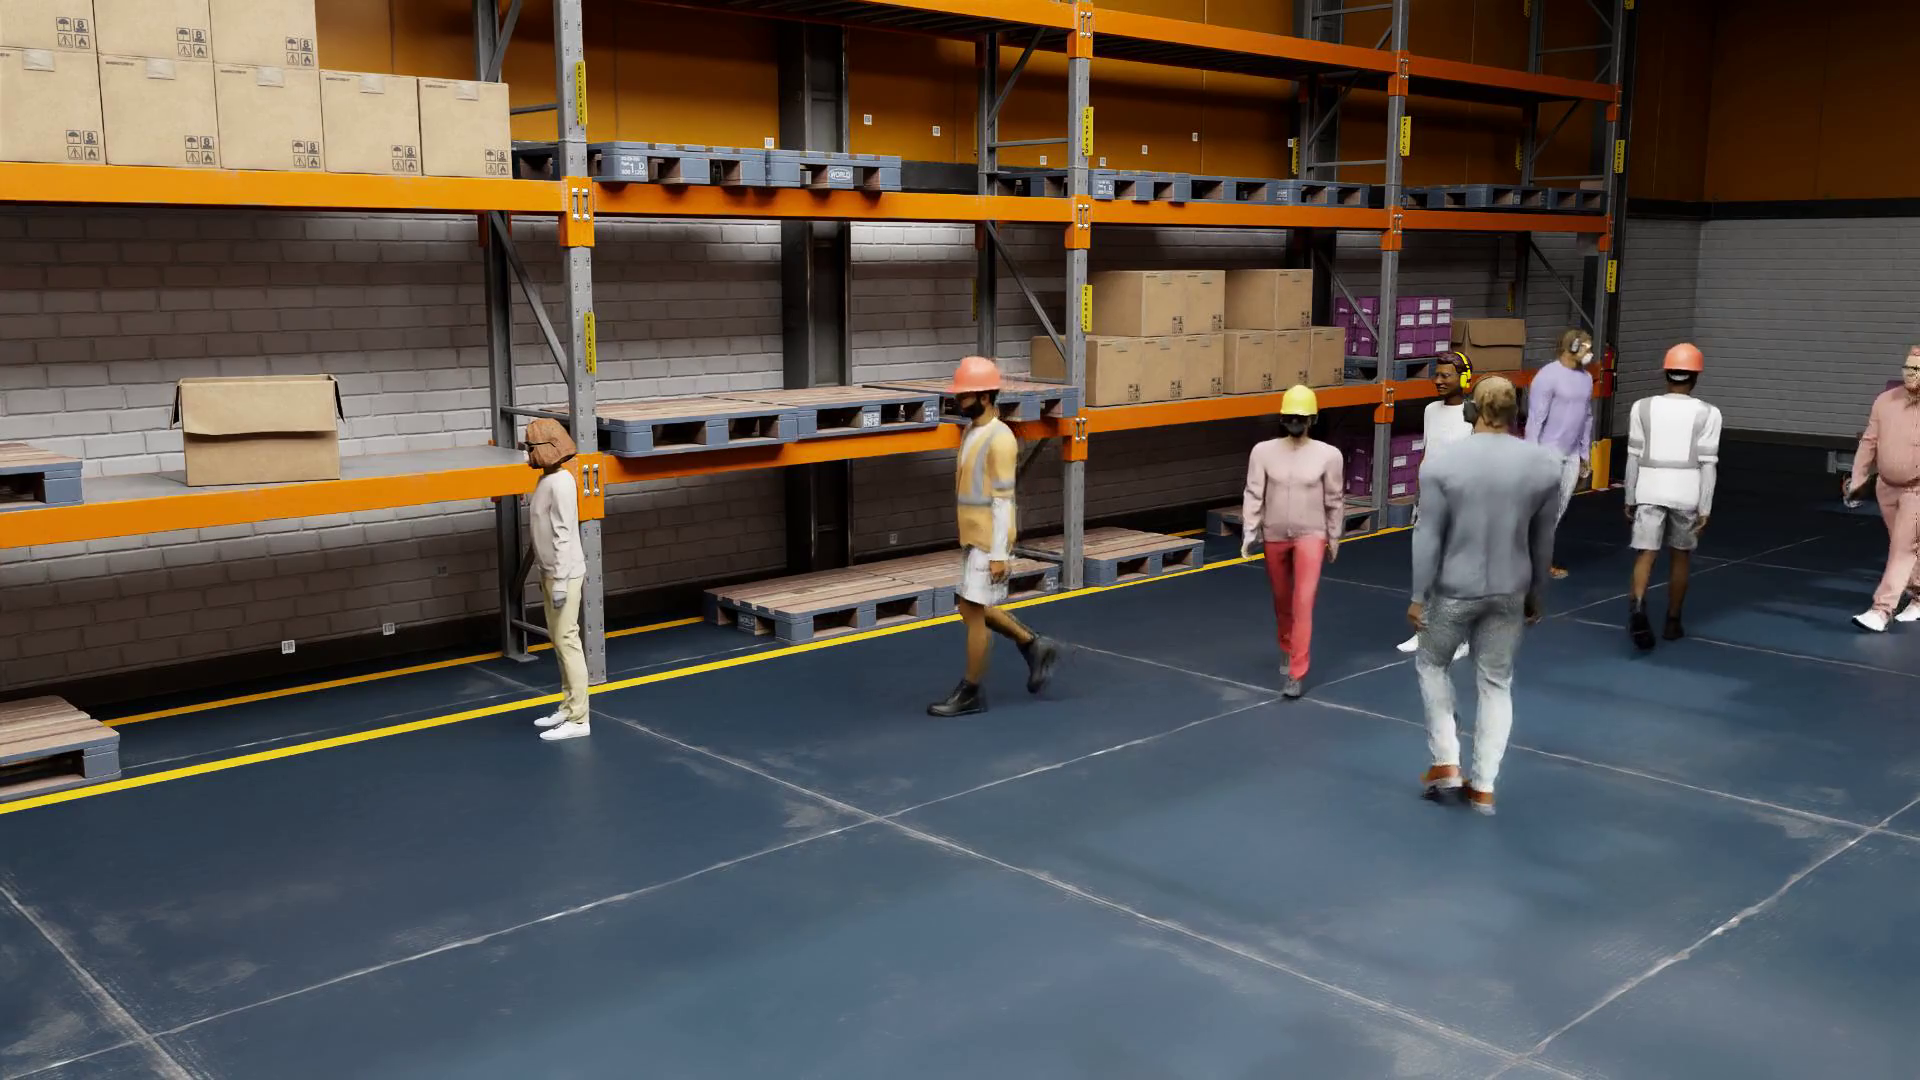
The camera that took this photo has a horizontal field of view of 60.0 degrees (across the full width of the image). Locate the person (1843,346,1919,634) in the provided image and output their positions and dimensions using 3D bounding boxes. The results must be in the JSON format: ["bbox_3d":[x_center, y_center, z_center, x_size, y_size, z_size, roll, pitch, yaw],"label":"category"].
[{"bbox_3d":[6.142,-0.329,10.822,1.008,1.853,0.647,-4,11,-23],"label":"person"}]

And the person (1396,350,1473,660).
[{"bbox_3d":[2.943,-0.208,10.053,0.328,1.873,0.517,-7,12,-34],"label":"person"}]

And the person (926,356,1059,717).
[{"bbox_3d":[0.181,-0.018,8.813,0.705,1.918,0.555,-3,10,-19],"label":"person"}]

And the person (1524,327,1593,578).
[{"bbox_3d":[4.486,-0.639,12.505,0.686,1.908,0.368,-7,12,-37],"label":"person"}]

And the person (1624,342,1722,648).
[{"bbox_3d":[4.374,-0.262,10.296,0.546,1.910,0.851,6,11,30],"label":"person"}]

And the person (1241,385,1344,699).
[{"bbox_3d":[1.878,-0.016,9.379,0.529,1.727,0.895,4,10,22],"label":"person"}]

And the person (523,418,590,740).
[{"bbox_3d":[-2.050,0.193,8.432,0.283,1.624,0.494,-5,11,-26],"label":"person"}]

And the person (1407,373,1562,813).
[{"bbox_3d":[2.278,0.231,7.329,0.651,1.922,0.499,0,10,-2],"label":"person"}]
